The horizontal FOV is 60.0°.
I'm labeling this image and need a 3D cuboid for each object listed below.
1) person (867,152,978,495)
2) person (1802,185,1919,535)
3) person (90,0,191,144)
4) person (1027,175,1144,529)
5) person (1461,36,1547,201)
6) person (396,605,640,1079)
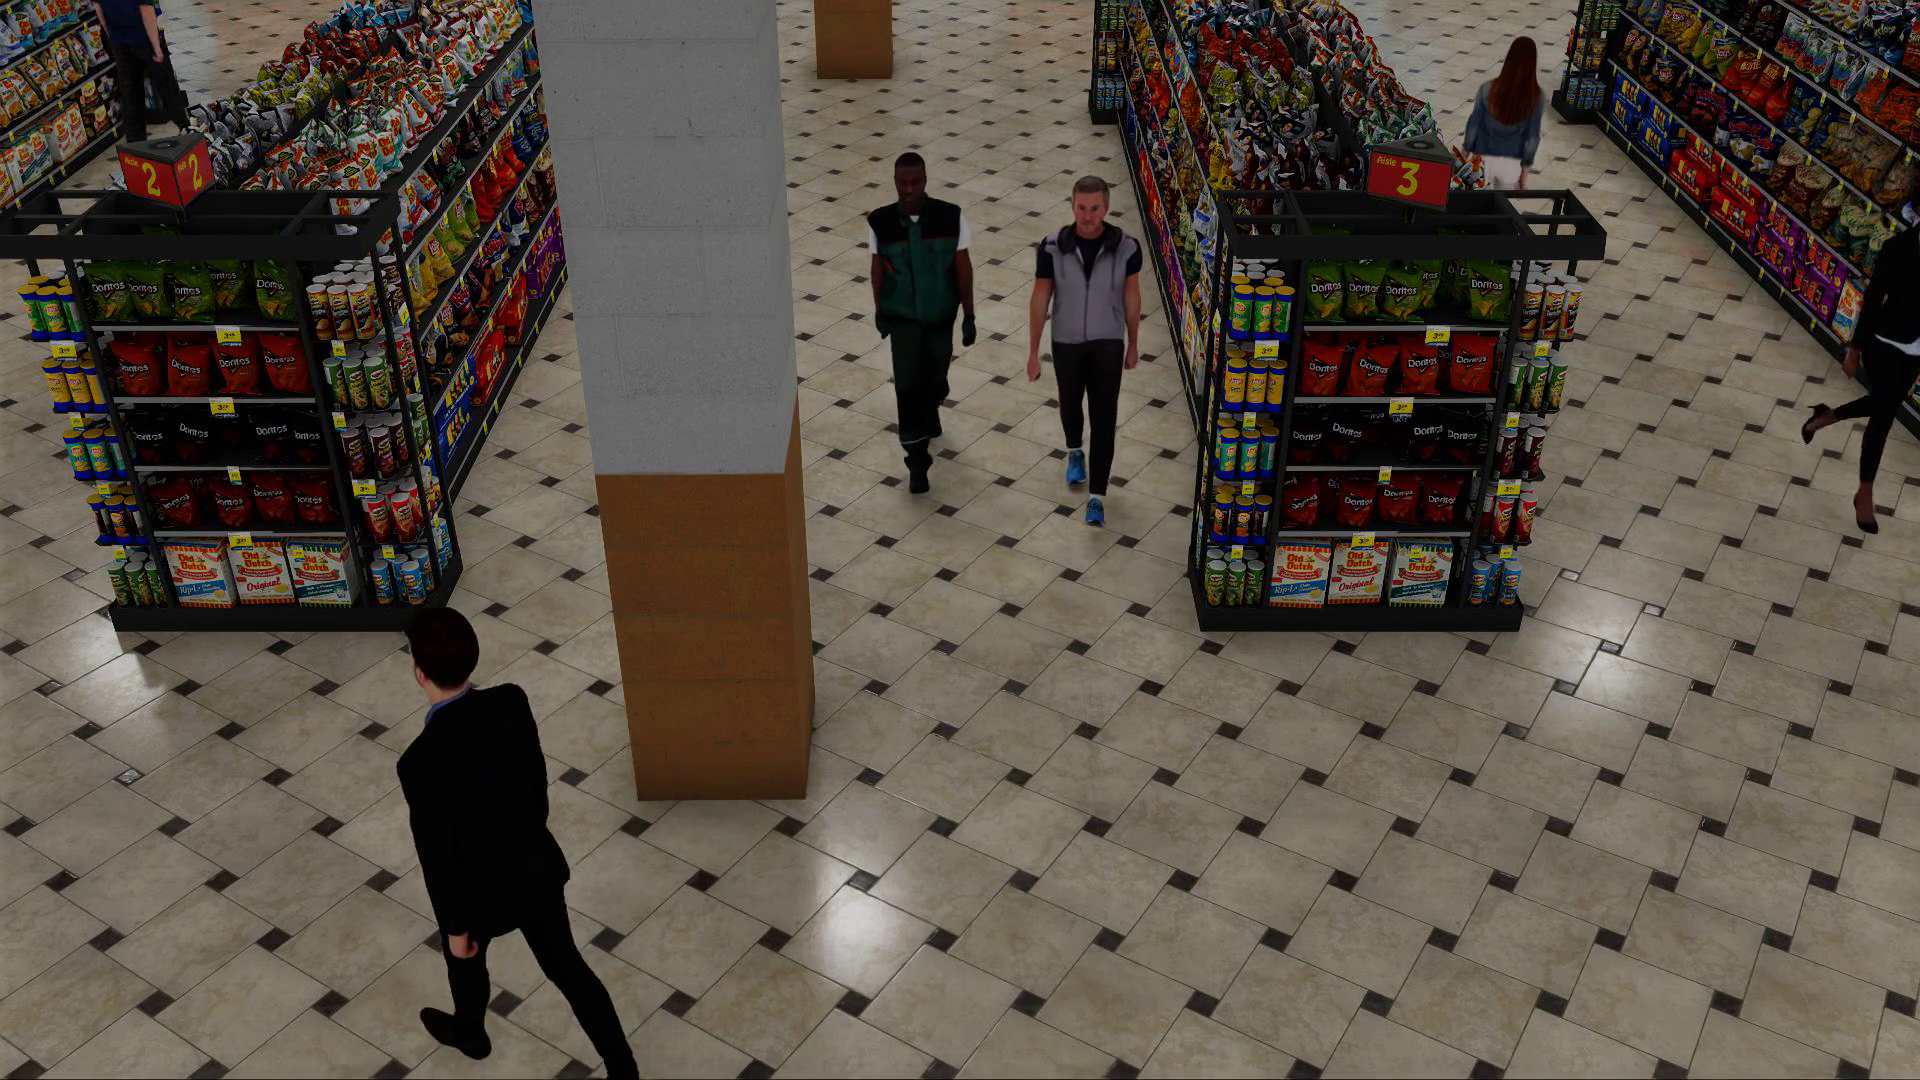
[{"bbox_3d":[-0.203,-1.213,8.867,0.782,1.801,1.191,-5,32,-8],"label":"person"},{"bbox_3d":[4.713,-0.971,8.482,0.682,1.799,1.140,-3,32,-5],"label":"person"},{"bbox_3d":[-6.522,-3.840,13.079,0.682,1.813,1.170,1,32,1],"label":"person"},{"bbox_3d":[0.655,-1.037,8.600,0.811,1.785,1.166,3,32,6],"label":"person"},{"bbox_3d":[3.511,-2.389,10.893,0.770,1.659,1.147,6,32,10],"label":"person"},{"bbox_3d":[-1.357,1.077,5.144,1.204,1.847,1.266,20,37,29],"label":"person"}]
